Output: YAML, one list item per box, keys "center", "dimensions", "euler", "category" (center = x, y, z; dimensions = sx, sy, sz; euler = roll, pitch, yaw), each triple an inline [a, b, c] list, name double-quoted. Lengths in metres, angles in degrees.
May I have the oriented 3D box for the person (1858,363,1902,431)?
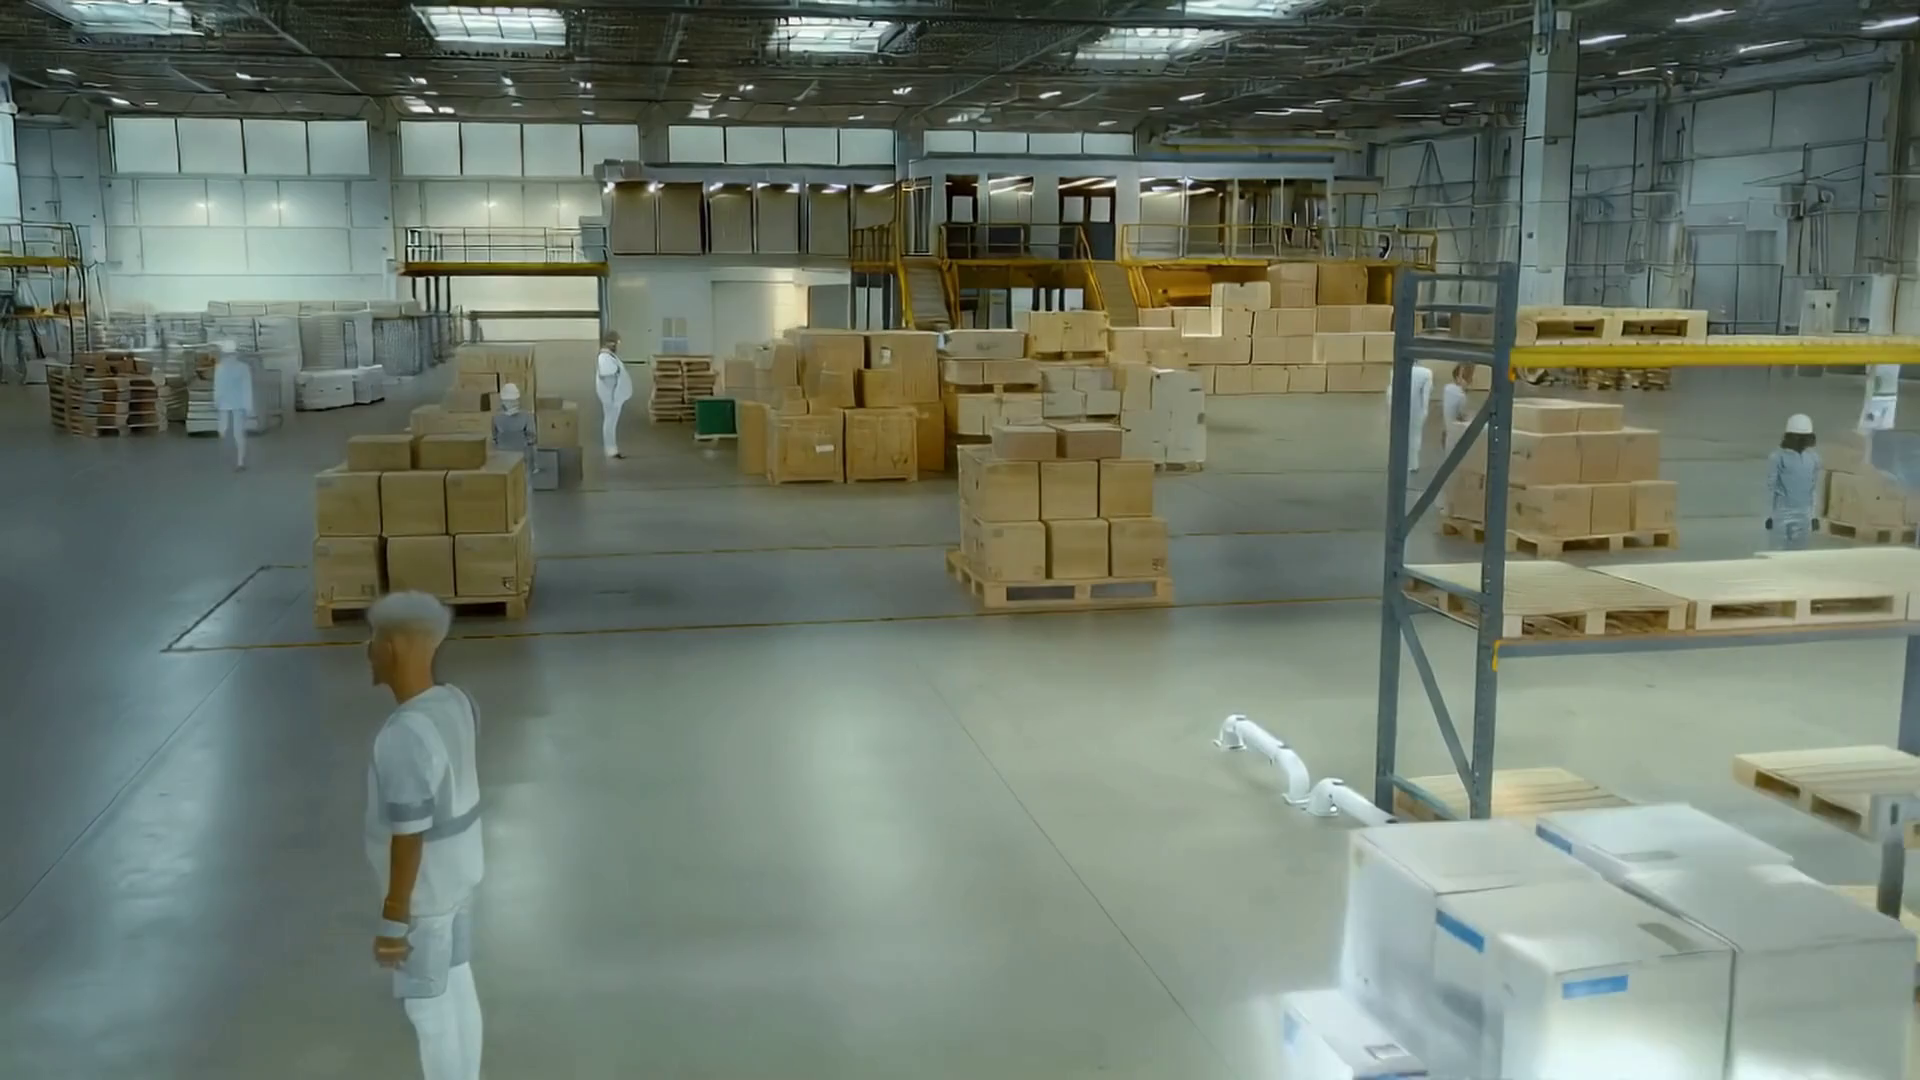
- center: [13.772, -1.972, 24.972]
  dimensions: [0.628, 1.792, 0.974]
  euler: [-1, 9, -9]
  category: "person"

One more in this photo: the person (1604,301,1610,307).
- center: [20.382, -6.597, 52.708]
  dimensions: [0.400, 1.944, 0.710]
  euler: [1, 9, 6]
  category: "person"

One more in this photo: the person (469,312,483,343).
- center: [-12.177, -4.786, 41.819]
  dimensions: [0.356, 1.887, 0.572]
  euler: [-2, 9, -10]
  category: "person"

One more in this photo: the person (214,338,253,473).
- center: [-10.628, -1.963, 24.330]
  dimensions: [0.637, 1.974, 0.444]
  euler: [2, 10, 15]
  category: "person"

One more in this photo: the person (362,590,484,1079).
- center: [-1.779, 1.130, 5.515]
  dimensions: [0.367, 1.966, 0.607]
  euler: [0, 9, 1]
  category: "person"

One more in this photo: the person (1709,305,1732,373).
- center: [21.583, -5.702, 47.213]
  dimensions: [0.605, 1.949, 0.401]
  euler: [8, 13, 42]
  category: "person"

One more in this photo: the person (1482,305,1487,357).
- center: [16.350, -6.403, 51.857]
  dimensions: [0.639, 1.829, 0.629]
  euler: [7, 12, 37]
  category: "person"

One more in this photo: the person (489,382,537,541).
- center: [-4.886, -0.847, 18.180]
  dimensions: [0.531, 1.765, 0.327]
  euler: [1, 9, 5]
  category: "person"

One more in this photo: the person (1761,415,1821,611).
- center: [7.195, -0.214, 14.384]
  dimensions: [0.493, 1.743, 0.295]
  euler: [-1, 9, -7]
  category: "person"

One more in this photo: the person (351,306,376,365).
- center: [-14.971, -4.863, 41.807]
  dimensions: [0.605, 2.045, 0.378]
  euler: [2, 10, 13]
  category: "person"

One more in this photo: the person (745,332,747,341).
- center: [-6.846, -7.010, 55.331]
  dimensions: [0.766, 1.882, 0.677]
  euler: [-6, 11, -32]
  category: "person"

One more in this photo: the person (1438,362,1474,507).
- center: [6.135, -1.281, 20.570]
  dimensions: [0.340, 1.864, 0.594]
  euler: [-2, 9, -9]
  category: "person"

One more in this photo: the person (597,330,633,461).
- center: [-5.377, -2.262, 25.964]
  dimensions: [0.536, 2.000, 0.688]
  euler: [-2, 9, -10]
  category: "person"

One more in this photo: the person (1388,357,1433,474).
- center: [6.500, -1.862, 24.064]
  dimensions: [0.631, 1.883, 1.074]
  euler: [3, 10, 19]
  category: "person"
